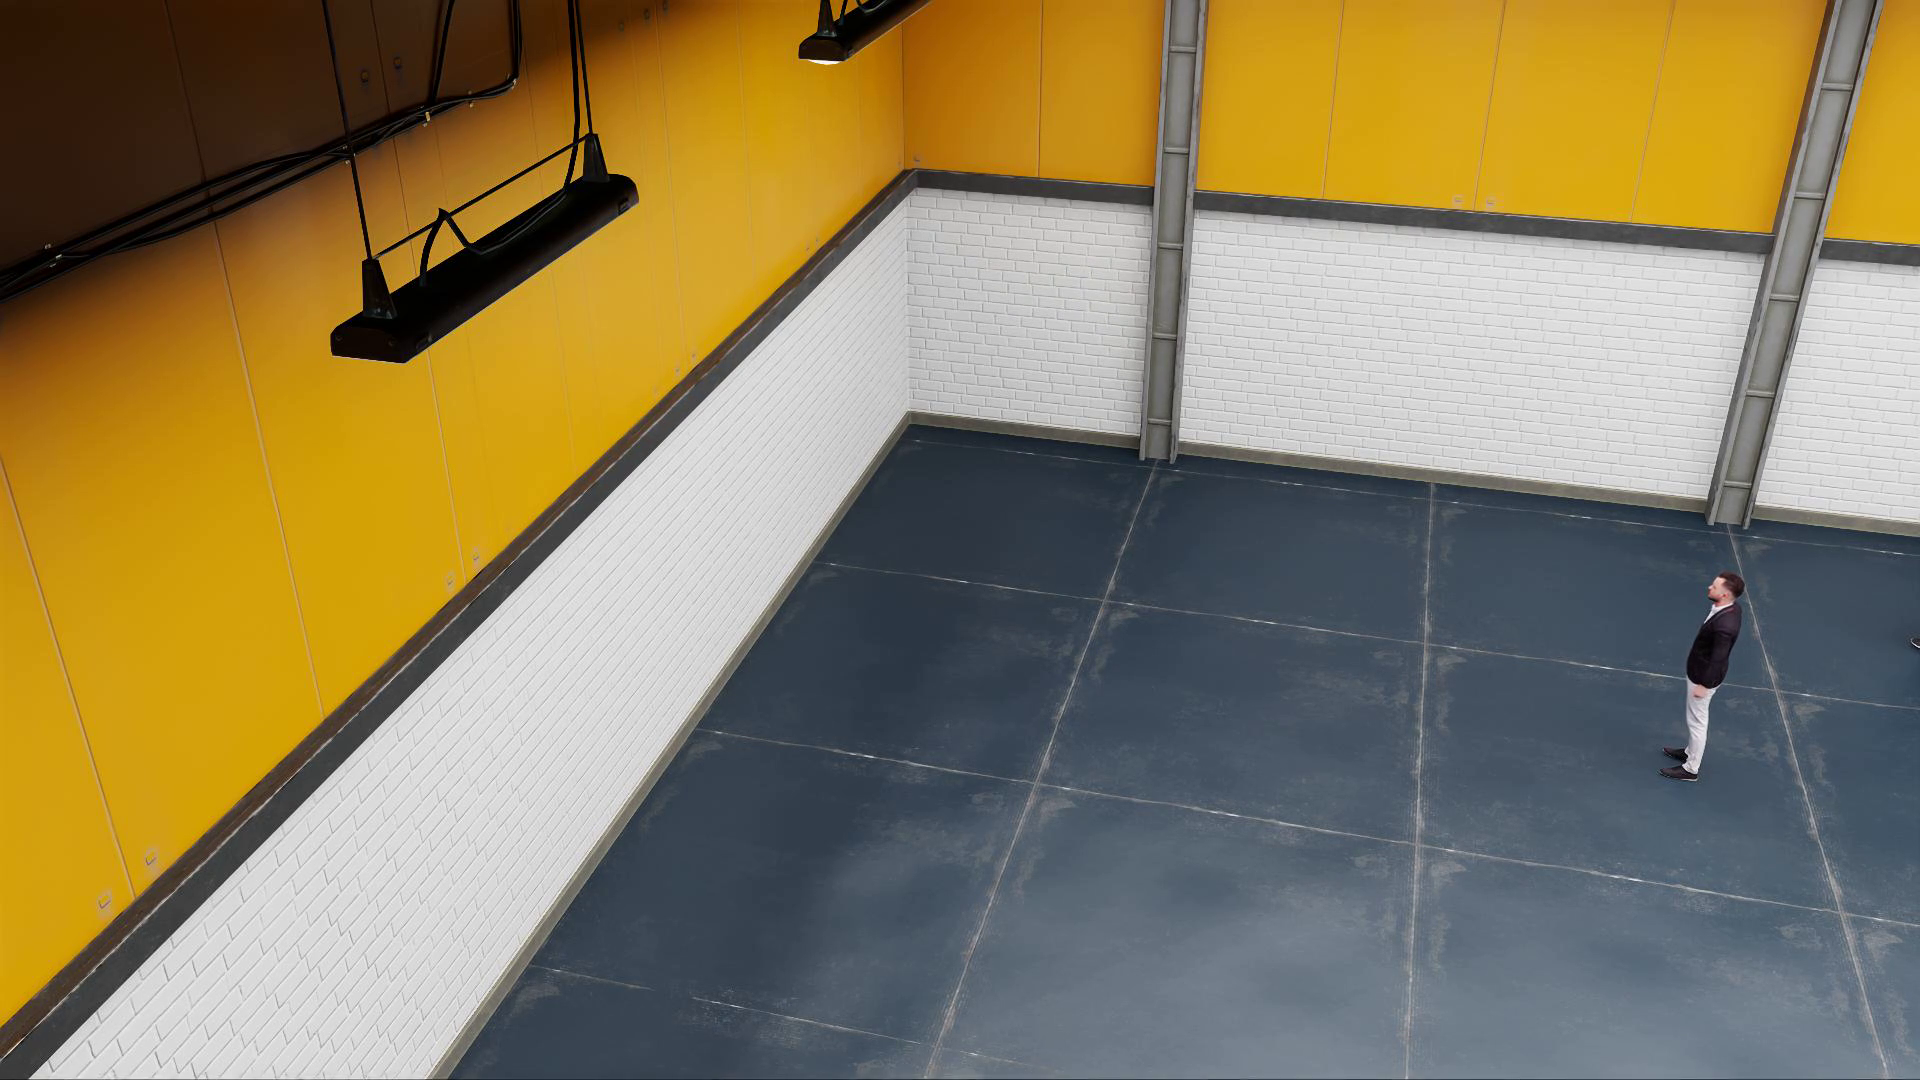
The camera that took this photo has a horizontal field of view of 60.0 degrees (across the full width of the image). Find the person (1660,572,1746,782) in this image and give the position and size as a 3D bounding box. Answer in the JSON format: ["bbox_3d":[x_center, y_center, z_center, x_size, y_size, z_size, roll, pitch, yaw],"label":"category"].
[{"bbox_3d":[5.927,1.069,13.179,0.631,1.844,0.711,14,32,24],"label":"person"}]
